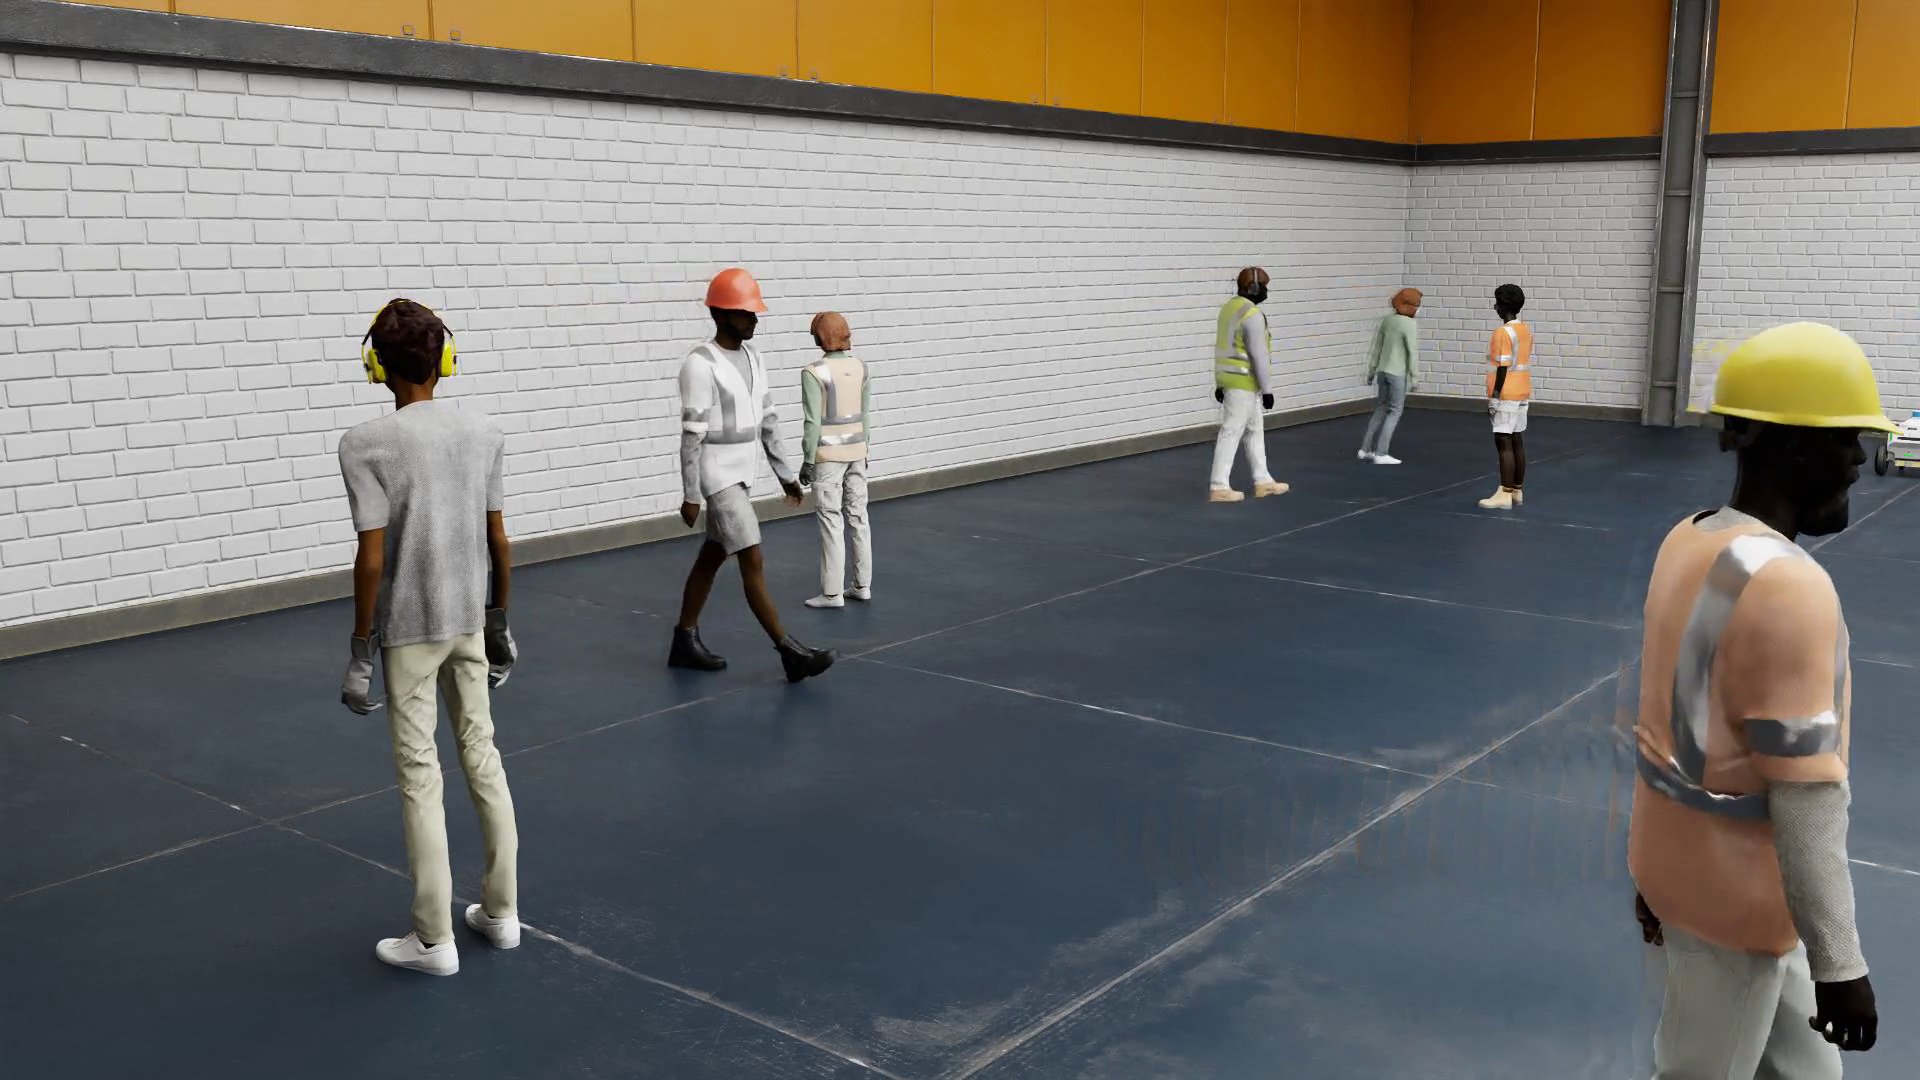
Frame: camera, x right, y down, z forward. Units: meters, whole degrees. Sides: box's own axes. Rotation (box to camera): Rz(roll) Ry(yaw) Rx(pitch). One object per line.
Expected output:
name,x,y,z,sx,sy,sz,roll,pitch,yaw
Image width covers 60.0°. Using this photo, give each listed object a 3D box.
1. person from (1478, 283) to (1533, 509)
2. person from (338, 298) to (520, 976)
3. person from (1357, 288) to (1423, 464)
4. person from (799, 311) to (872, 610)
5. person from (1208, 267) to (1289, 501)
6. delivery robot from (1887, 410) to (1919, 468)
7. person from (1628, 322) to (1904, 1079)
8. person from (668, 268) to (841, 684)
person,4.138,-1.085,12.588,0.317,1.698,0.540,8,13,38
person,-1.468,0.274,4.608,0.312,1.863,0.535,8,13,38
person,3.938,-1.479,15.046,0.410,1.597,0.537,-4,11,-20
person,-0.682,-0.435,9.159,0.311,1.636,0.523,8,13,38
person,2.300,-1.195,12.892,0.844,1.808,0.650,-2,10,-10
delivery robot,8.246,-0.875,14.335,0.477,0.478,0.707,8,13,38
person,1.286,0.574,2.874,0.877,1.895,0.590,3,11,15
person,-0.976,-0.286,7.628,0.980,1.883,0.568,4,11,20
